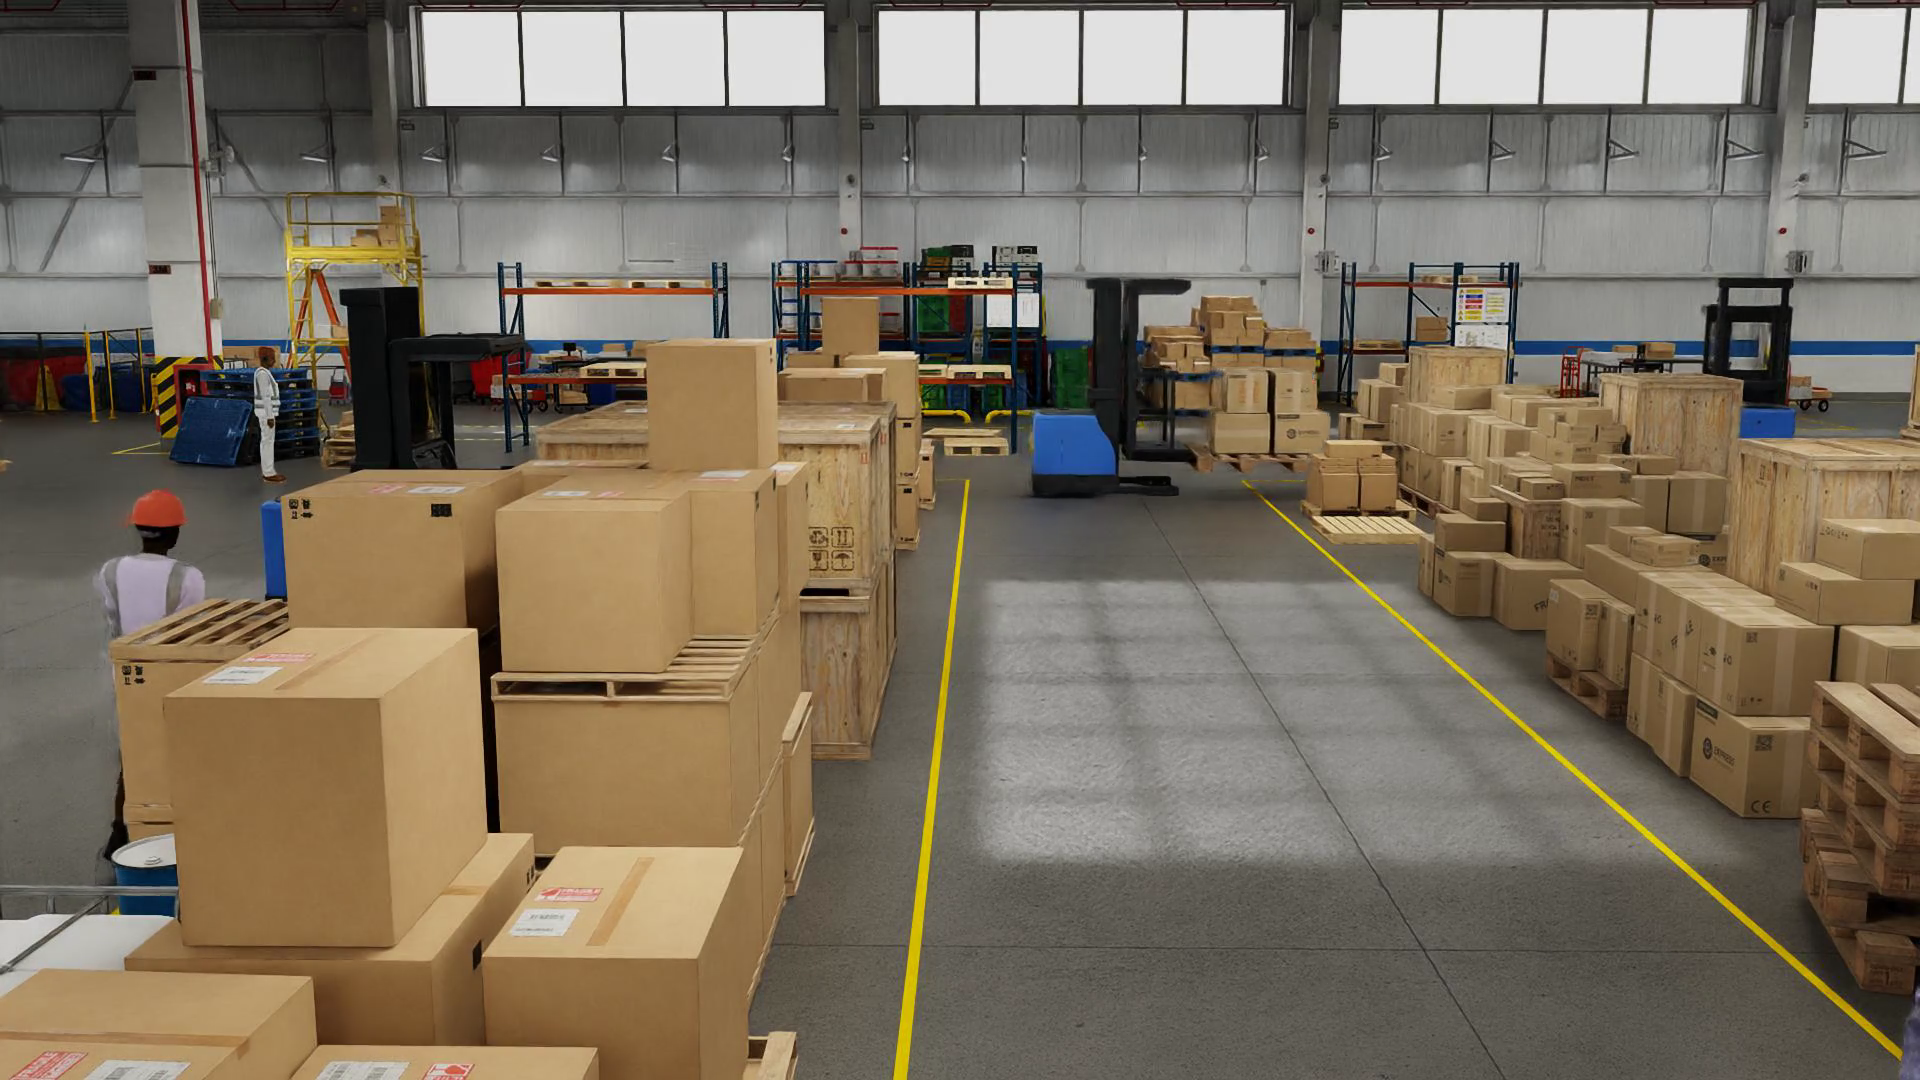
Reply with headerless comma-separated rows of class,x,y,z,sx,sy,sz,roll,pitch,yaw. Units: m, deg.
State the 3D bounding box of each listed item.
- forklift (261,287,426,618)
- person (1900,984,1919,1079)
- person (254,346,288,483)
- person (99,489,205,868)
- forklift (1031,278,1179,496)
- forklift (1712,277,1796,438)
forklift,-4.769,-0.711,13.897,1.873,2.768,1.129,0,9,1
person,2.592,1.458,3.917,0.686,1.885,0.613,-6,11,-32
person,-9.548,-1.728,22.963,0.355,1.885,0.575,-5,11,-26
person,-4.079,0.692,8.439,0.543,1.904,0.917,0,9,1
forklift,1.884,-2.010,21.678,1.873,2.768,1.129,0,9,1
forklift,10.850,-2.217,22.918,1.129,2.768,1.873,3,10,17
